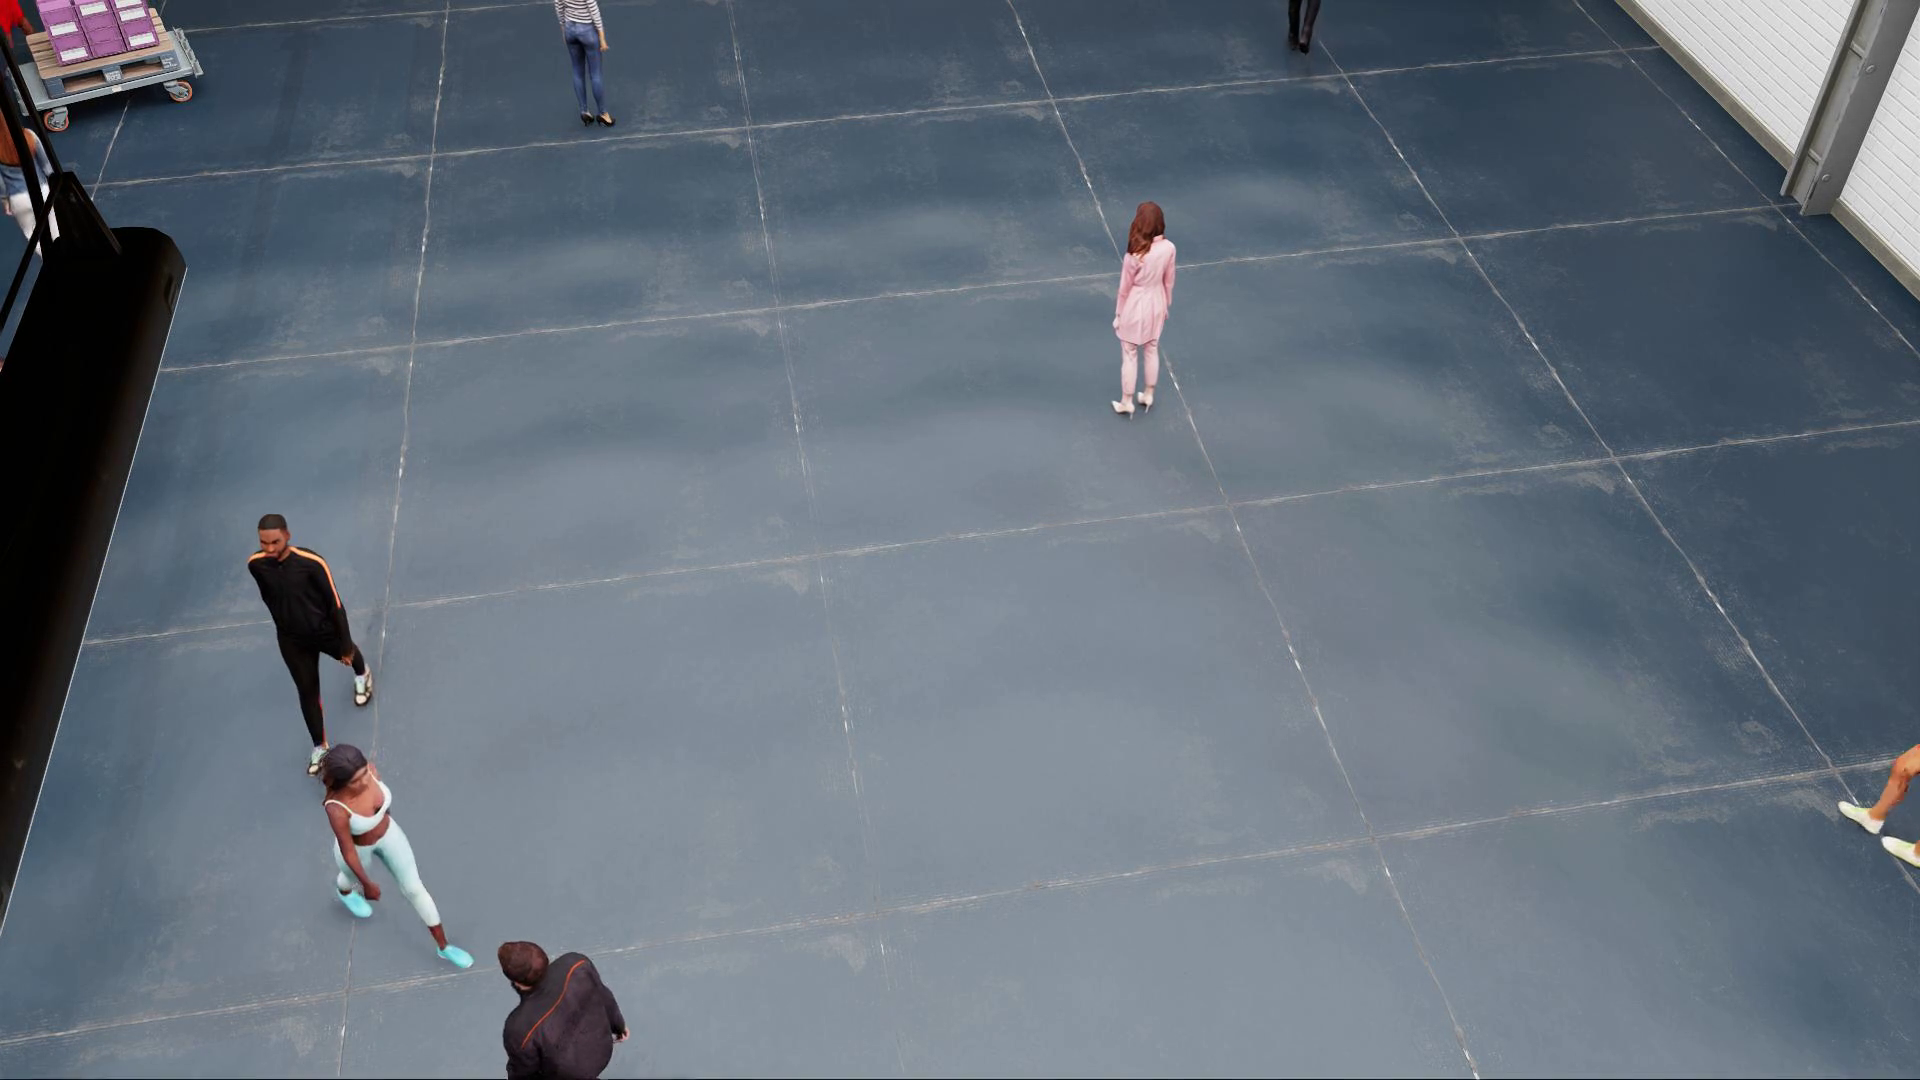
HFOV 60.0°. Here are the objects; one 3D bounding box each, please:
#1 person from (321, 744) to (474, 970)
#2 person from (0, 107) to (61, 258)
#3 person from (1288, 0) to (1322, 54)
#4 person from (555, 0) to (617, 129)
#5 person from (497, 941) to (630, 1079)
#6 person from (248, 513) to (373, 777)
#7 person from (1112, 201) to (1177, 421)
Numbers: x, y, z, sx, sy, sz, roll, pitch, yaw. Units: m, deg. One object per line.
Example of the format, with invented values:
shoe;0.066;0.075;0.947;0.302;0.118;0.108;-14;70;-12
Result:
person;-3.208;1.625;8.901;1.166;1.666;1.167;23;48;22
person;-7.499;-2.751;13.474;0.771;1.695;0.816;-29;51;-27
person;3.447;-5.635;16.448;0.803;1.770;0.935;8;44;8
person;-3.502;-4.660;15.406;0.658;1.794;0.671;17;46;17
person;-1.731;2.523;7.881;1.228;1.774;1.274;18;46;18
person;-3.879;0.474;10.039;0.751;1.763;1.204;-2;44;-2
person;1.348;-1.667;12.261;0.660;1.799;0.618;-19;47;-19
